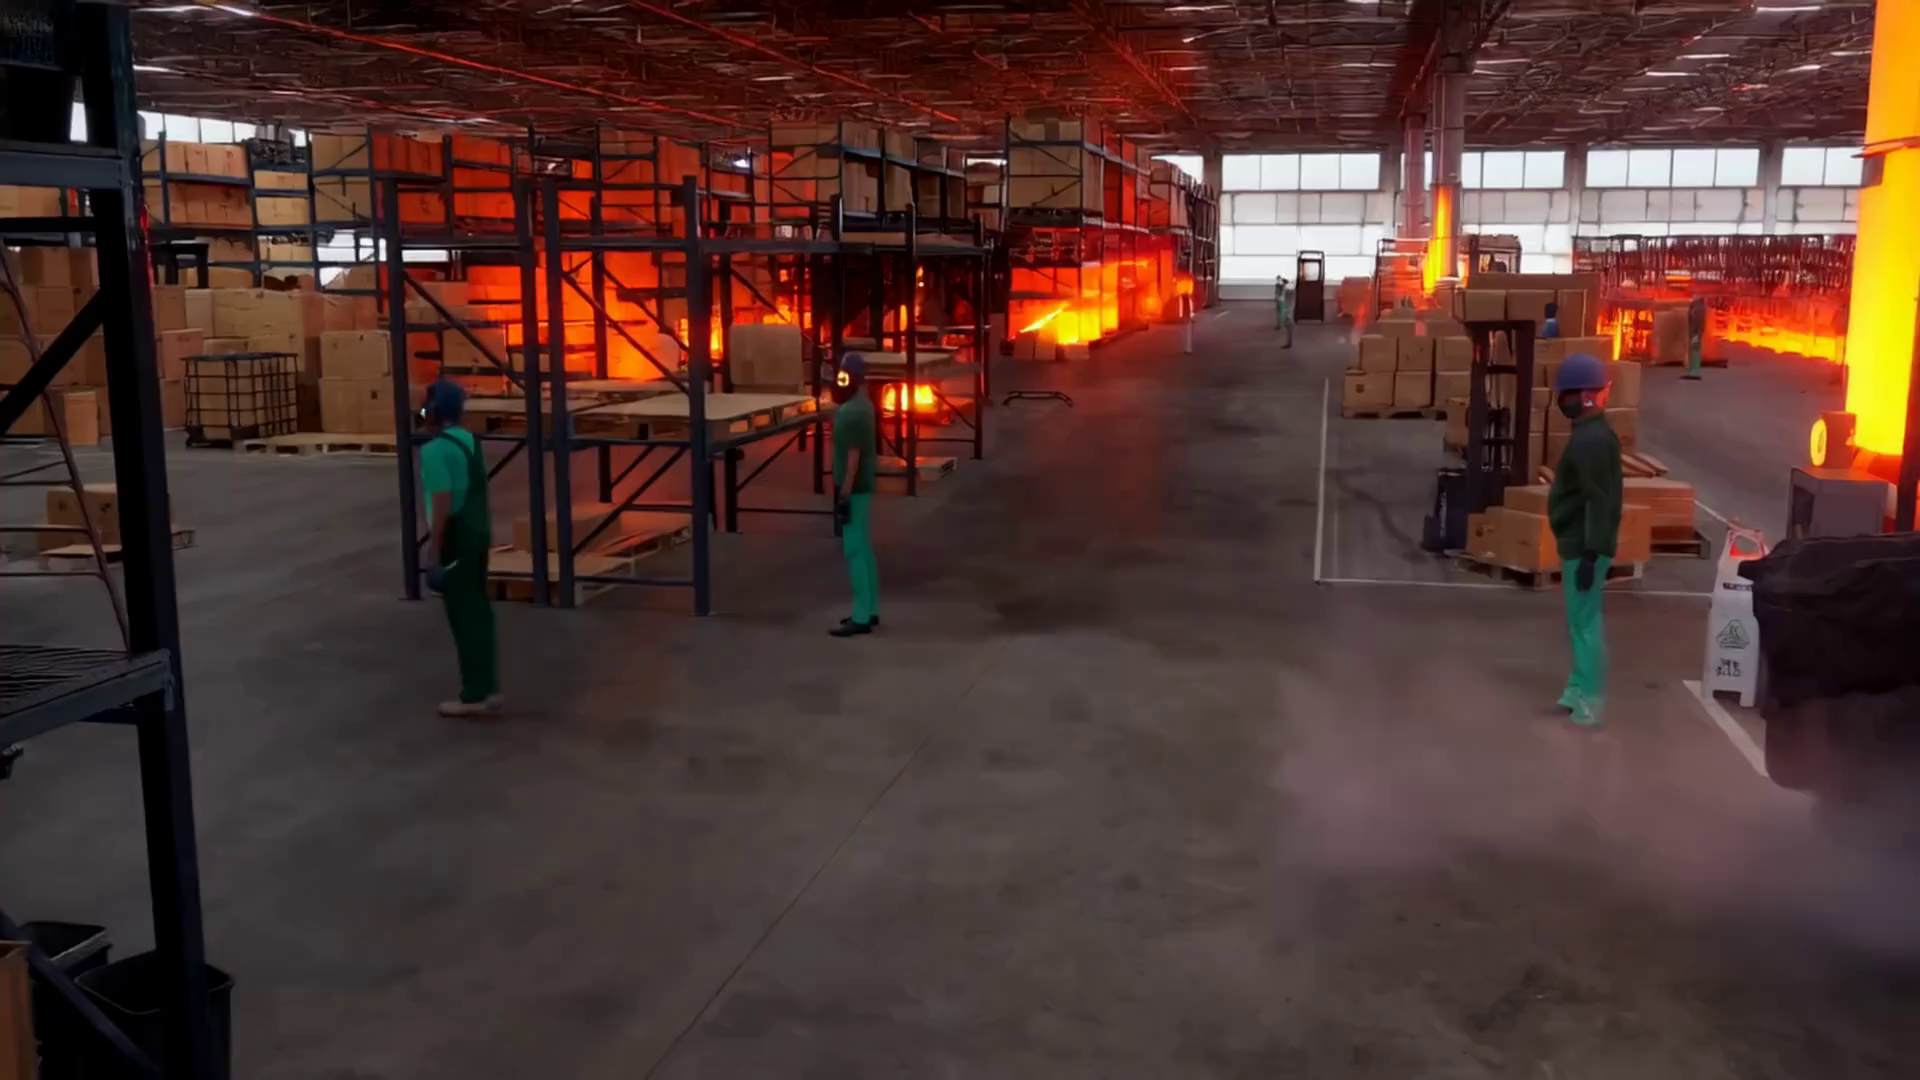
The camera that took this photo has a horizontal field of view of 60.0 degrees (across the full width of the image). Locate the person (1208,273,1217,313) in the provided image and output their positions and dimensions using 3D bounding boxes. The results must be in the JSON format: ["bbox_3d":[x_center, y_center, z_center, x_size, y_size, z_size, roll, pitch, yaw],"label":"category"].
[{"bbox_3d":[11.698,-11.465,77.202,0.404,1.827,0.600,2,10,12],"label":"person"}]

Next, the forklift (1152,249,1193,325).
[{"bbox_3d":[7.646,-9.320,61.396,1.873,2.768,1.129,2,10,12],"label":"forklift"}]

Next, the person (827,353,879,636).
[{"bbox_3d":[-0.707,-0.294,10.941,0.310,1.868,0.533,2,10,12],"label":"person"}]

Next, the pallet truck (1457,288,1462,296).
[{"bbox_3d":[20.506,-9.785,68.819,0.653,1.274,1.630,2,10,12],"label":"pallet truck"}]

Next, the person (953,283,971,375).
[{"bbox_3d":[0.036,-4.507,35.599,0.368,1.961,0.613,2,10,12],"label":"person"}]

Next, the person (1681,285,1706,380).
[{"bbox_3d":[15.097,-4.251,34.169,0.356,1.936,0.635,2,10,12],"label":"person"}]

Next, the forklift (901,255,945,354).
[{"bbox_3d":[-1.074,-5.914,41.225,1.129,2.768,1.873,2,10,12],"label":"forklift"}]

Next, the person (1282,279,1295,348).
[{"bbox_3d":[9.125,-6.304,46.330,0.378,1.932,0.551,2,10,12],"label":"person"}]

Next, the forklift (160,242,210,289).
[{"bbox_3d":[-16.063,-4.810,34.690,1.129,2.768,1.873,2,10,12],"label":"forklift"}]

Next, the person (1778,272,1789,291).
[{"bbox_3d":[35.868,-10.710,72.514,0.403,1.904,0.651,2,10,12],"label":"person"}]

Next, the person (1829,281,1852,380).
[{"bbox_3d":[17.993,-4.258,33.905,0.538,2.000,0.701,1,10,6],"label":"person"}]

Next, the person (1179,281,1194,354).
[{"bbox_3d":[5.931,-5.806,43.438,0.373,1.914,0.596,2,10,12],"label":"person"}]

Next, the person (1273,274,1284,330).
[{"bbox_3d":[11.209,-8.388,58.638,0.409,1.943,0.615,2,10,12],"label":"person"}]

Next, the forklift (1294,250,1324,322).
[{"bbox_3d":[13.778,-10.002,65.433,1.129,2.768,1.873,2,10,12],"label":"forklift"}]

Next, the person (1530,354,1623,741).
[{"bbox_3d":[3.187,0.041,8.589,0.402,1.990,0.622,2,10,12],"label":"person"}]

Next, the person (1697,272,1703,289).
[{"bbox_3d":[35.863,-12.067,80.733,0.373,1.840,0.570,2,10,12],"label":"person"}]

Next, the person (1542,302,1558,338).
[{"bbox_3d":[10.650,-3.437,30.058,0.317,1.695,0.540,2,10,12],"label":"person"}]

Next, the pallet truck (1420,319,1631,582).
[{"bbox_3d":[4.543,-0.757,13.299,0.823,1.965,1.885,-4,10,-22],"label":"pallet truck"}]

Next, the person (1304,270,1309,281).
[{"bbox_3d":[18.000,-13.130,86.845,0.403,1.904,0.651,2,10,12],"label":"person"}]

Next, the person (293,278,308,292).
[{"bbox_3d":[-20.219,-7.064,50.920,0.403,1.906,0.651,2,10,12],"label":"person"}]

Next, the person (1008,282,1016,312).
[{"bbox_3d":[1.743,-7.915,56.572,0.317,1.695,0.540,2,10,12],"label":"person"}]

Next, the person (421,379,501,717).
[{"bbox_3d":[-2.720,0.055,9.022,0.405,1.837,0.516,3,10,15],"label":"person"}]
